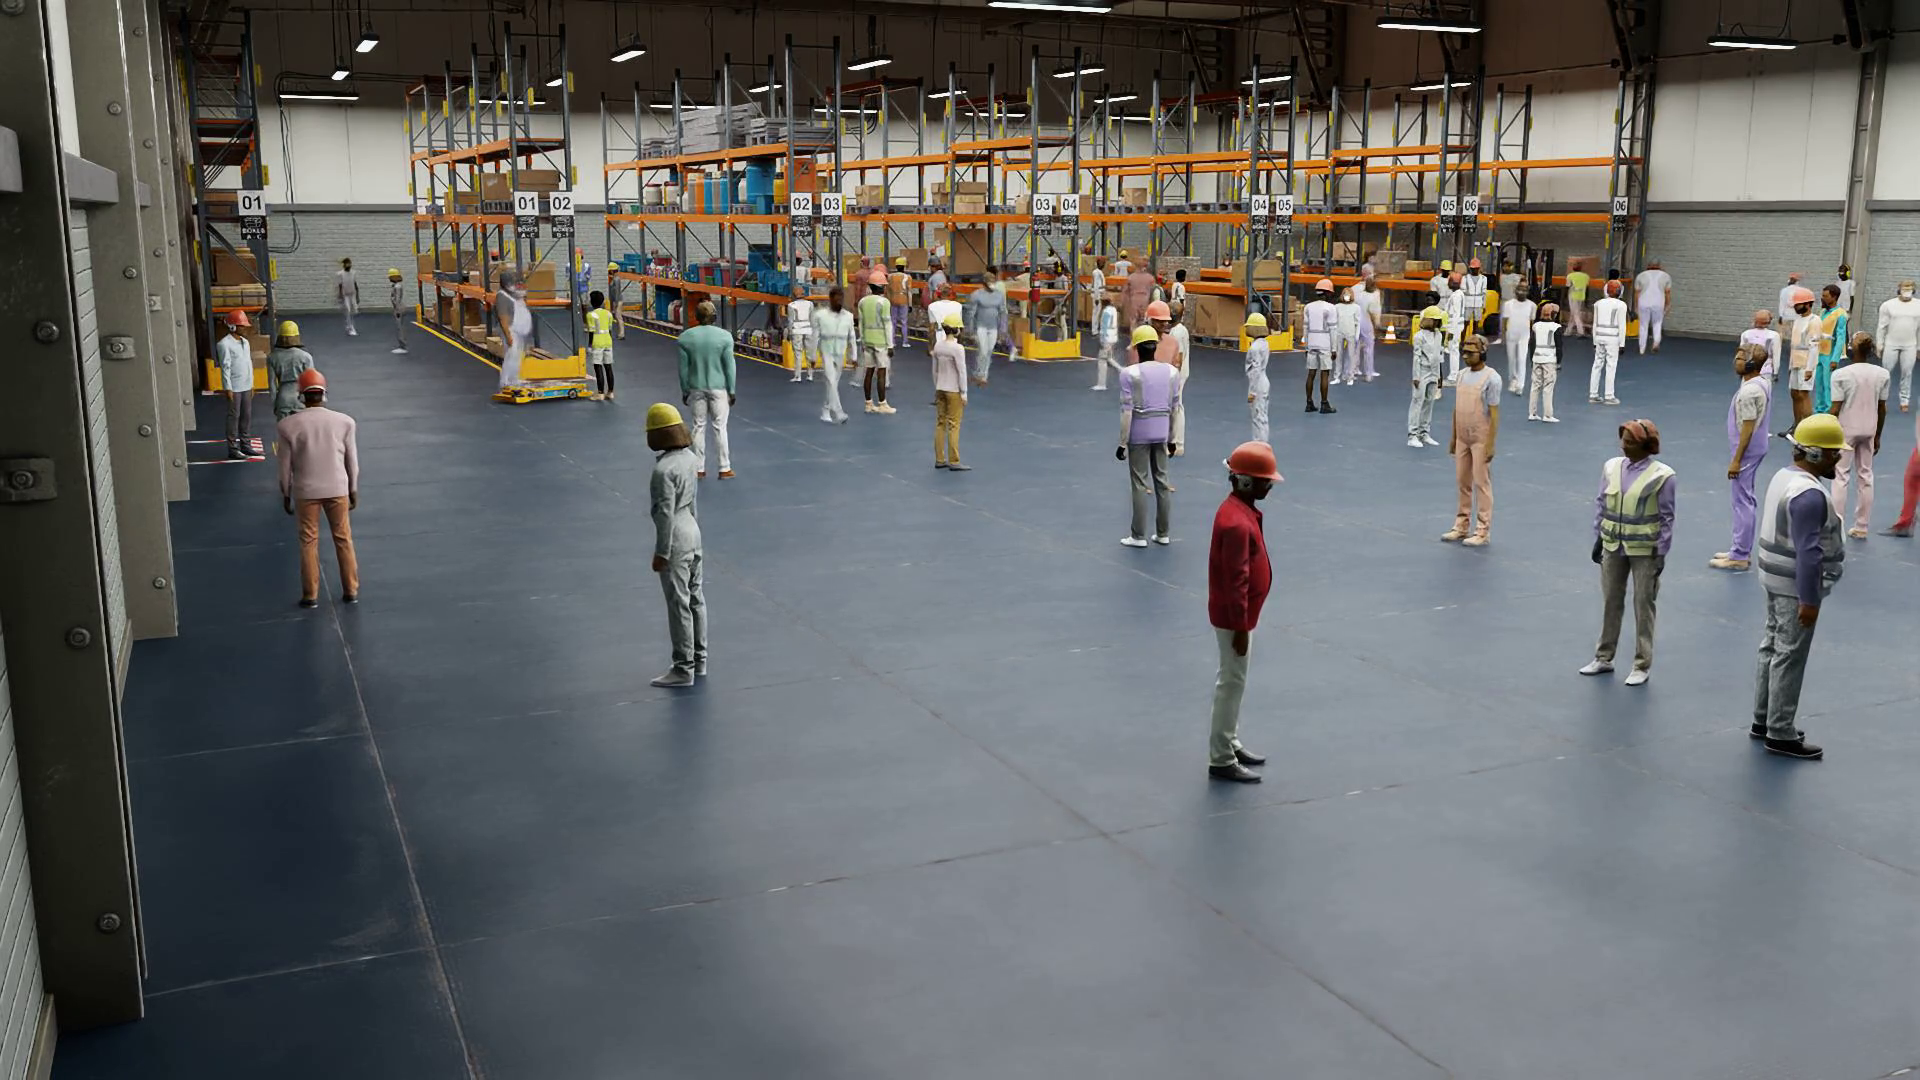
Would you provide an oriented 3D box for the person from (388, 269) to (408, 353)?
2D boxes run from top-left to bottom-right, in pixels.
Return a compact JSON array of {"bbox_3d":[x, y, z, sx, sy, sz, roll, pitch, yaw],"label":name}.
[{"bbox_3d":[-11.624,-4.727,34.339,0.311,1.735,0.484,-4,12,-21],"label":"person"}]

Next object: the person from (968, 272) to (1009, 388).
[{"bbox_3d":[0.477,-3.432,27.285,0.641,1.911,0.666,-6,13,-29],"label":"person"}]

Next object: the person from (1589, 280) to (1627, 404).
[{"bbox_3d":[9.815,-2.993,25.176,0.355,1.877,0.574,-6,13,-29],"label":"person"}]

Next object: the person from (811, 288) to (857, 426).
[{"bbox_3d":[-1.701,-2.505,22.730,0.608,1.861,1.046,-6,13,-29],"label":"person"}]

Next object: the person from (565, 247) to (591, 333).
[{"bbox_3d":[-9.182,-6.014,40.078,0.608,2.048,0.364,-3,12,-16],"label":"person"}]

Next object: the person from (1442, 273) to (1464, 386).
[{"bbox_3d":[8.241,-3.516,27.801,0.355,1.884,0.576,3,12,16],"label":"person"}]

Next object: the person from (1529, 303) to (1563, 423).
[{"bbox_3d":[8.092,-2.443,22.971,0.309,1.639,0.523,-6,13,-29],"label":"person"}]

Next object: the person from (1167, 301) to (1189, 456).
[{"bbox_3d":[2.551,-1.915,19.764,0.330,1.842,0.520,2,11,10],"label":"person"}]

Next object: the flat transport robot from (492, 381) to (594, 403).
[{"bbox_3d":[-6.449,-2.300,25.733,0.652,0.197,1.431,9,15,40],"label":"flat transport robot"}]

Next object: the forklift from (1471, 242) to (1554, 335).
[{"bbox_3d":[13.047,-6.049,39.881,2.313,2.155,1.214,-5,12,-23],"label":"forklift"}]

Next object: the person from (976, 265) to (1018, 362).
[{"bbox_3d":[0.714,-4.362,32.091,0.771,1.890,0.581,7,13,33],"label":"person"}]

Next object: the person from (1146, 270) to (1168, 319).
[{"bbox_3d":[3.614,-4.037,30.585,0.380,1.836,0.562,2,11,11],"label":"person"}]

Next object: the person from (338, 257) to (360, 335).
[{"bbox_3d":[-14.423,-5.750,39.255,0.449,1.844,0.519,10,15,42],"label":"person"}]

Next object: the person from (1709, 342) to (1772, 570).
[{"bbox_3d":[6.342,-0.677,13.470,0.345,1.847,0.507,7,13,33],"label":"person"}]

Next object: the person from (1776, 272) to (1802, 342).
[{"bbox_3d":[16.724,-4.528,33.458,0.590,1.697,0.896,-3,11,-14],"label":"person"}]

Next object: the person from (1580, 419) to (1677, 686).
[{"bbox_3d":[4.119,0.068,10.212,0.312,1.638,0.512,-8,13,-34],"label":"person"}]

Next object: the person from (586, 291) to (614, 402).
[{"bbox_3d":[-5.519,-2.967,25.483,0.322,1.697,0.532,6,13,28],"label":"person"}]

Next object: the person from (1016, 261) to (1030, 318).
[{"bbox_3d":[1.574,-5.703,39.244,0.573,1.750,0.330,-5,12,-26],"label":"person"}]

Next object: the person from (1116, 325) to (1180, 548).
[{"bbox_3d":[1.606,-0.888,14.364,0.591,1.913,0.394,-5,12,-25],"label":"person"}]

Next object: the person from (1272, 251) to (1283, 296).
[{"bbox_3d":[8.894,-7.152,46.469,0.423,1.814,0.661,-6,13,-28],"label":"person"}]

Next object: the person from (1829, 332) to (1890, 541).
[{"bbox_3d":[7.844,-0.903,14.616,0.504,1.847,0.345,0,11,0],"label":"person"}]

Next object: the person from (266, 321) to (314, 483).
[{"bbox_3d":[-7.064,-1.447,17.644,0.485,1.744,0.294,-1,11,-7],"label":"person"}]

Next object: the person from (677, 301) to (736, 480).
[{"bbox_3d":[-2.719,-1.607,17.957,0.627,1.941,0.372,1,11,7],"label":"person"}]

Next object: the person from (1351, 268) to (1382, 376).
[{"bbox_3d":[7.189,-3.849,29.454,0.406,1.901,0.639,-10,15,-41],"label":"person"}]

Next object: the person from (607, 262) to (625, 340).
[{"bbox_3d":[-7.840,-5.426,37.839,0.349,1.758,0.522,-4,12,-18],"label":"person"}]

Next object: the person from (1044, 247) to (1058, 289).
[{"bbox_3d":[2.711,-7.749,49.351,0.309,1.868,0.535,11,15,43],"label":"person"}]

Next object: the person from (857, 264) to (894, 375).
[{"bbox_3d":[-1.531,-3.882,29.416,0.728,1.975,0.714,1,11,7],"label":"person"}]

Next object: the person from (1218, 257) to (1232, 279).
[{"bbox_3d":[7.608,-7.280,47.567,0.508,1.632,0.265,1,11,6],"label":"person"}]

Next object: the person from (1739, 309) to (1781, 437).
[{"bbox_3d":[10.292,-2.145,21.439,0.306,1.645,0.522,-10,15,-41],"label":"person"}]

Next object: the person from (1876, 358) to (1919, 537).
[{"bbox_3d":[8.581,-0.869,14.717,0.596,1.746,0.542,7,13,32],"label":"person"}]

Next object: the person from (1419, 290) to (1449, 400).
[{"bbox_3d":[7.297,-3.011,25.724,0.321,1.691,0.533,-8,14,-34],"label":"person"}]

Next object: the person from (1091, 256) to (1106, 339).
[{"bbox_3d":[3.196,-5.587,38.326,0.354,1.883,0.576,3,11,14],"label":"person"}]

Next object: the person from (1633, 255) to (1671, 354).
[{"bbox_3d":[14.212,-4.856,34.208,0.702,2.000,0.559,4,12,18],"label":"person"}]

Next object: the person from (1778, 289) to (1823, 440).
[{"bbox_3d":[10.703,-2.233,21.191,0.388,1.924,0.549,0,11,0],"label":"person"}]

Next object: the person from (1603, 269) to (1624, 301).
[{"bbox_3d":[13.822,-4.897,35.291,0.540,1.696,0.315,-6,13,-29],"label":"person"}]

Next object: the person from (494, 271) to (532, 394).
[{"bbox_3d":[-7.081,-3.322,26.415,0.538,2.000,0.756,1,11,4],"label":"person"}]

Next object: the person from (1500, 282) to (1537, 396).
[{"bbox_3d":[8.898,-3.216,26.515,0.513,1.804,0.973,4,12,21],"label":"person"}]

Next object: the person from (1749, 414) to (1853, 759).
[{"bbox_3d":[4.476,0.237,8.865,0.404,1.827,0.599,2,11,12],"label":"person"}]
